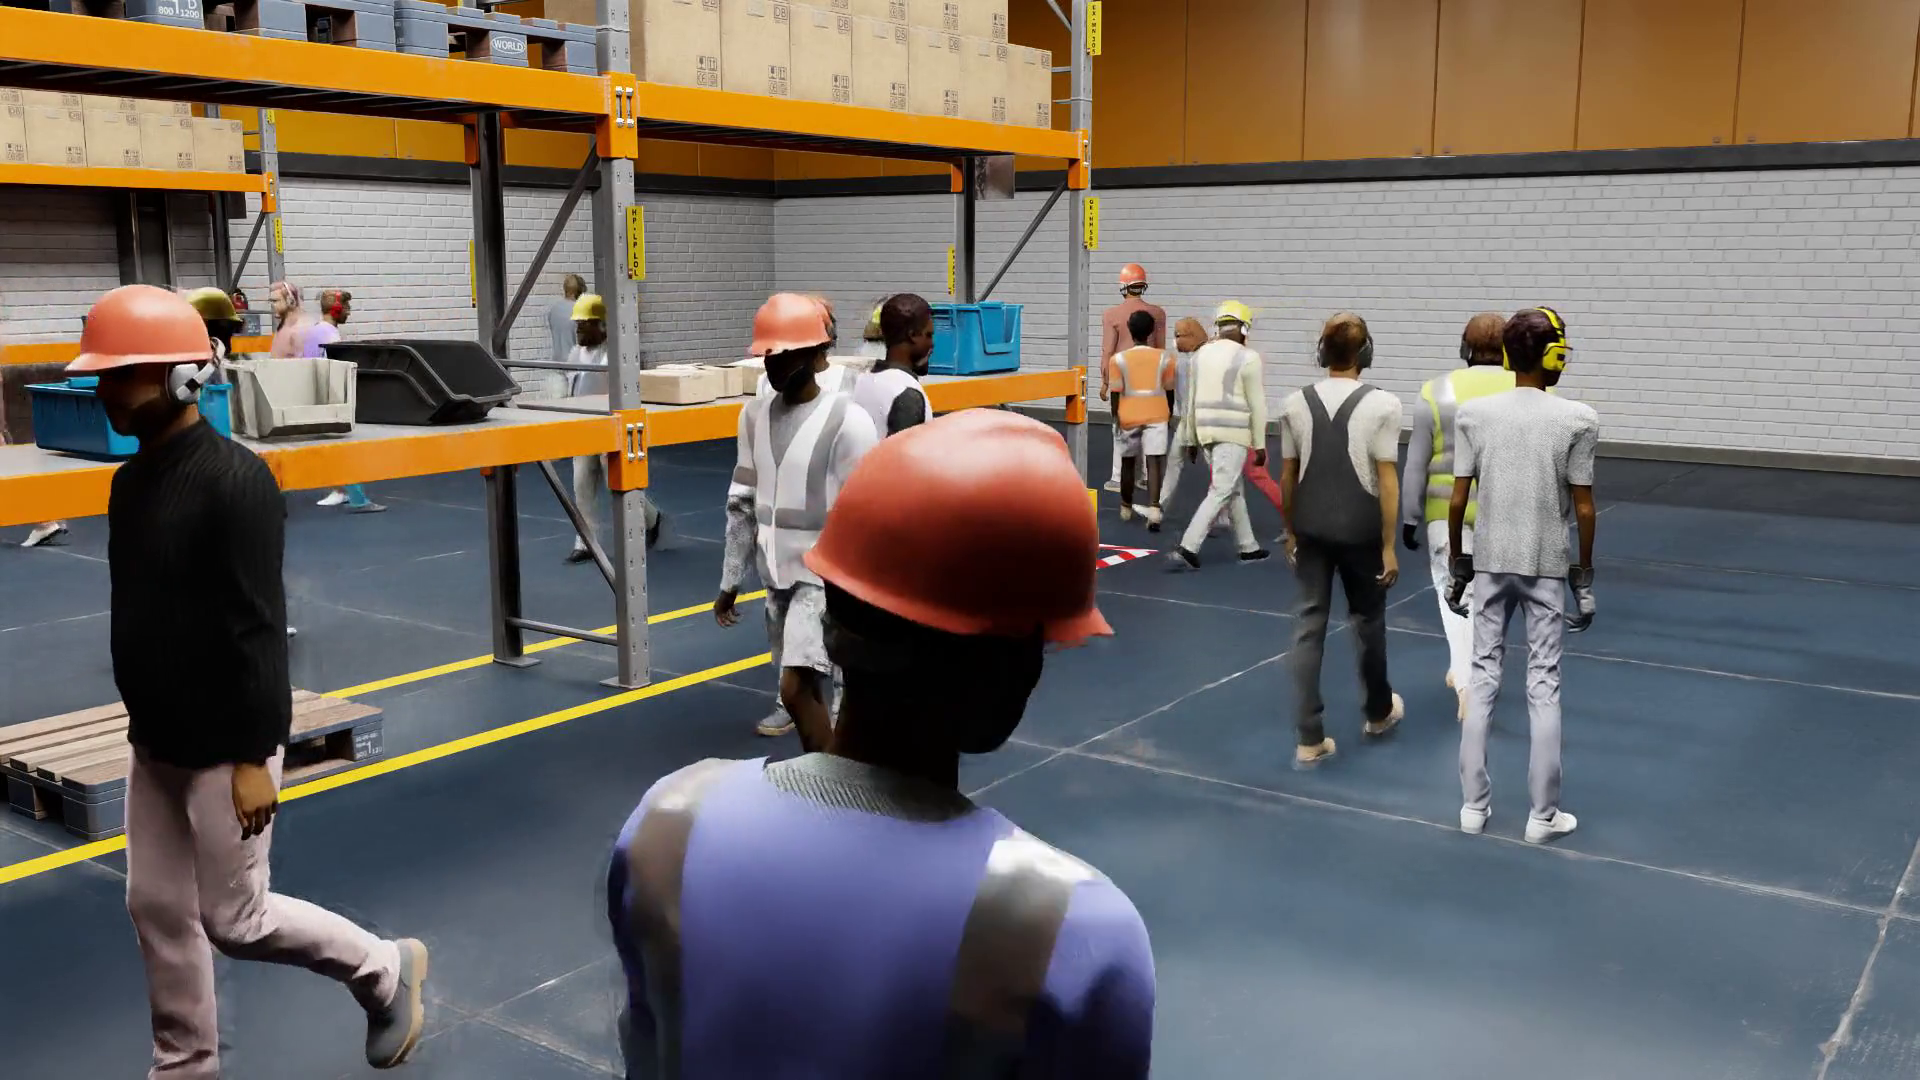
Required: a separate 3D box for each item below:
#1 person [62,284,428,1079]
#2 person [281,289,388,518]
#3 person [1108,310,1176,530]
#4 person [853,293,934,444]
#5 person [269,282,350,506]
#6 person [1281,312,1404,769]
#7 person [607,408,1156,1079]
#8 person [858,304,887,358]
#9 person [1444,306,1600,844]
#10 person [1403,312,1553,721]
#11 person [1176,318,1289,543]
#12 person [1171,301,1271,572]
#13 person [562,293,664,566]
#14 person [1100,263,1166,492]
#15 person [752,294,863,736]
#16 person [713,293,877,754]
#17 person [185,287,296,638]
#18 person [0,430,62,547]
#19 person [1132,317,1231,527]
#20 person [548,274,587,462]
[{"bbox_3d":[-1.659,0.413,3.783,0.634,1.977,0.709,7,12,36],"label":"person"},{"bbox_3d":[-5.039,-1.070,13.110,0.852,1.809,0.595,-7,12,-38],"label":"person"},{"bbox_3d":[1.389,-0.917,12.641,0.532,1.656,0.871,1,10,4],"label":"person"},{"bbox_3d":[-0.240,-0.033,6.679,0.491,1.893,0.602,-4,10,-24],"label":"person"},{"bbox_3d":[-5.477,-1.168,13.568,0.997,1.844,0.667,-8,12,-38],"label":"person"},{"bbox_3d":[1.597,-0.018,6.829,0.523,1.808,0.898,6,11,31],"label":"person"},{"bbox_3d":[-0.118,0.839,1.464,0.562,1.902,0.685,3,10,16],"label":"person"},{"bbox_3d":[-0.544,-0.813,11.819,0.489,1.713,0.508,-6,11,-34],"label":"person"},{"bbox_3d":[1.960,0.124,5.826,0.518,1.865,0.323,6,11,33],"label":"person"},{"bbox_3d":[2.309,-0.116,7.436,0.631,1.806,0.917,0,10,3],"label":"person"},{"bbox_3d":[2.067,-0.831,11.953,0.910,1.722,0.529,2,10,10],"label":"person"},{"bbox_3d":[1.708,-0.678,10.909,0.902,1.772,0.614,-6,11,-33],"label":"person"},{"bbox_3d":[-2.365,-0.750,11.208,0.597,1.814,0.728,6,11,32],"label":"person"},{"bbox_3d":[1.512,-1.414,14.589,0.612,1.997,0.375,-3,10,-19],"label":"person"},{"bbox_3d":[-0.621,-0.085,7.010,0.586,1.882,0.343,4,10,23],"label":"person"},{"bbox_3d":[-0.569,0.136,5.623,0.551,1.914,0.590,8,12,39],"label":"person"},{"bbox_3d":[-3.908,-0.347,8.528,0.838,1.894,0.586,-9,13,-42],"label":"person"},{"bbox_3d":[-6.842,-0.831,11.537,0.986,1.862,0.651,-2,10,-10],"label":"person"},{"bbox_3d":[1.747,-0.893,12.672,0.822,1.590,0.565,7,12,34],"label":"person"},{"bbox_3d":[-3.909,-1.732,16.817,0.644,1.888,1.021,8,12,38],"label":"person"}]
